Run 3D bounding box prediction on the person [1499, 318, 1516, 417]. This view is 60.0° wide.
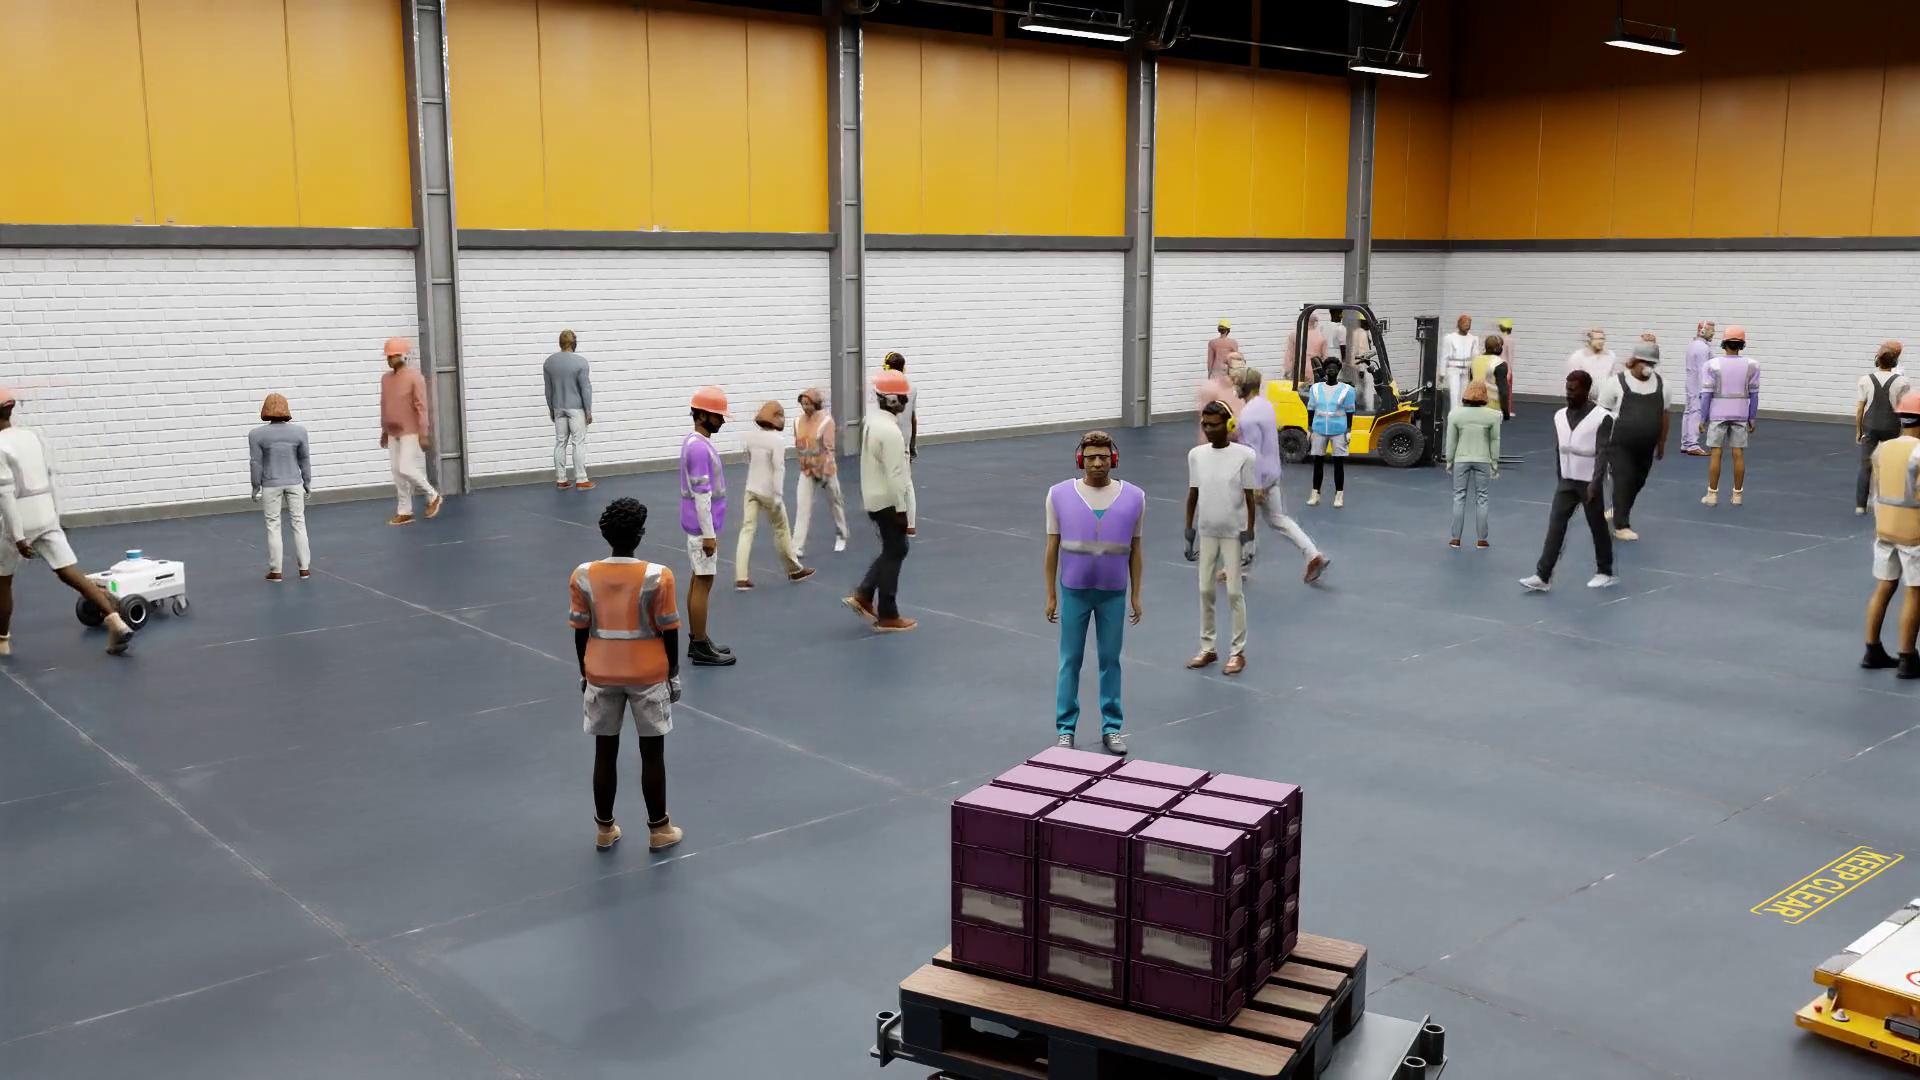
[{"bbox_3d":[9.403,-3.001,29.018,0.762,1.742,0.522,-6,11,-32],"label":"person"}]

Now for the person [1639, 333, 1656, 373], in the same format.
[{"bbox_3d":[10.435,-2.322,25.344,0.306,1.642,0.522,6,11,30],"label":"person"}]

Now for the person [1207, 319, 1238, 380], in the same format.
[{"bbox_3d":[4.403,-2.807,27.829,0.533,1.765,0.325,3,10,19],"label":"person"}]

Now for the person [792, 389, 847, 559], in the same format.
[{"bbox_3d":[-1.334,-0.633,15.619,0.519,1.586,0.900,5,11,29],"label":"person"}]

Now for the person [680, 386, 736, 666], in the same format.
[{"bbox_3d":[-1.743,-0.099,11.498,0.374,1.928,0.542,-2,10,-13],"label":"person"}]

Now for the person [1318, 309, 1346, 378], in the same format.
[{"bbox_3d":[6.624,-3.207,29.584,0.368,1.963,0.609,-7,12,-36],"label":"person"}]

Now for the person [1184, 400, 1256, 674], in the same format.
[{"bbox_3d":[1.762,-0.022,11.268,0.522,1.859,0.337,7,12,34],"label":"person"}]

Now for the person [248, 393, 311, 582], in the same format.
[{"bbox_3d":[-5.894,-0.456,14.445,0.508,1.632,0.271,-7,12,-35],"label":"person"}]

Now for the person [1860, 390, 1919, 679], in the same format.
[{"bbox_3d":[6.360,-0.043,11.166,0.378,1.929,0.559,-2,10,-11],"label":"person"}]

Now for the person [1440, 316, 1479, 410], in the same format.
[{"bbox_3d":[8.117,-2.680,26.835,0.608,1.847,0.862,-1,10,-5],"label":"person"}]

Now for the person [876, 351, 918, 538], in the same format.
[{"bbox_3d":[-0.644,-0.940,16.590,0.532,1.868,0.310,-9,13,-42],"label":"person"}]

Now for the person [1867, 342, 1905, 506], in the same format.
[{"bbox_3d":[10.464,-1.297,18.766,0.373,1.857,0.749,4,10,21],"label":"person"}]

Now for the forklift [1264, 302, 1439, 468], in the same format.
[{"bbox_3d":[5.320,-2.157,22.763,2.313,2.155,1.214,3,10,16],"label":"forklift"}]

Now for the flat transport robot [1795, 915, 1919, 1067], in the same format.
[{"bbox_3d":[3.753,1.631,6.210,1.431,0.197,0.652,-9,13,-41],"label":"flat transport robot"}]

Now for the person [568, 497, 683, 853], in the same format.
[{"bbox_3d":[-1.561,0.641,7.838,0.538,1.696,0.317,1,10,7],"label":"person"}]

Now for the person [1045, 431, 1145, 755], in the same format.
[{"bbox_3d":[0.759,0.296,9.418,0.567,1.846,0.389,-1,10,-4],"label":"person"}]

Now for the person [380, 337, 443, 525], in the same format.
[{"bbox_3d":[-5.811,-1.136,17.441,0.623,1.981,0.499,7,12,35],"label":"person"}]

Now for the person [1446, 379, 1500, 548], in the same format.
[{"bbox_3d":[4.945,-0.732,16.060,0.500,1.633,0.280,3,10,16],"label":"person"}]

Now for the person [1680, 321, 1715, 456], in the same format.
[{"bbox_3d":[10.492,-2.149,23.575,0.399,1.903,0.643,2,10,9],"label":"person"}]

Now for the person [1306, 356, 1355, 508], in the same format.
[{"bbox_3d":[4.146,-1.210,18.663,0.540,1.700,0.316,5,11,26],"label":"person"}]

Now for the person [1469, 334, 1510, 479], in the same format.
[{"bbox_3d":[6.709,-1.680,21.027,0.432,1.833,0.622,-3,10,-17],"label":"person"}]

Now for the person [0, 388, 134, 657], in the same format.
[{"bbox_3d":[-6.394,-0.121,11.588,1.166,1.964,0.639,1,10,8],"label":"person"}]

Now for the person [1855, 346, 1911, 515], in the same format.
[{"bbox_3d":[9.972,-1.170,18.005,0.509,1.847,0.341,7,12,36],"label":"person"}]

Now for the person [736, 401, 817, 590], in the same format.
[{"bbox_3d":[-1.613,-0.387,14.135,0.526,1.579,0.854,8,13,39],"label":"person"}]

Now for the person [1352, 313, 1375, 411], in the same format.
[{"bbox_3d":[6.935,-3.040,28.800,0.815,1.894,0.611,1,10,7],"label":"person"}]

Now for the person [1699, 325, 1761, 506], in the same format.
[{"bbox_3d":[8.646,-1.392,18.730,0.605,2.044,0.375,2,10,11],"label":"person"}]

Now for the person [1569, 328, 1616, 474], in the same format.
[{"bbox_3d":[8.223,-1.785,21.490,0.658,1.880,0.758,-1,10,-6],"label":"person"}]

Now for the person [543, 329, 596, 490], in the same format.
[{"bbox_3d":[-4.694,-1.560,20.023,0.631,1.938,0.370,3,10,19],"label":"person"}]

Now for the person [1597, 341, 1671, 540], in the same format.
[{"bbox_3d":[6.745,-1.057,16.773,0.713,2.000,0.845,-1,10,-3],"label":"person"}]

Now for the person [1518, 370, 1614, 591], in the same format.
[{"bbox_3d":[5.190,-0.490,13.964,0.999,1.865,0.611,-6,11,-30],"label":"person"}]

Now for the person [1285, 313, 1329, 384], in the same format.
[{"bbox_3d":[5.734,-2.797,27.461,0.686,1.872,0.526,2,10,14],"label":"person"}]

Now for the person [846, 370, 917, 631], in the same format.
[{"bbox_3d":[-0.533,-0.286,12.443,0.448,1.974,0.641,-3,10,-17],"label":"person"}]

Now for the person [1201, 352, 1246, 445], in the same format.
[{"bbox_3d":[2.721,-0.987,16.896,0.650,1.869,0.831,-4,10,-21],"label":"person"}]

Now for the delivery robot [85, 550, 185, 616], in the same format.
[{"bbox_3d":[-6.325,0.319,12.771,0.477,0.478,0.707,4,10,22],"label":"delivery robot"}]

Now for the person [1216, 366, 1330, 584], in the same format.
[{"bbox_3d":[2.657,-0.535,14.173,0.976,1.899,0.645,5,11,27],"label":"person"}]
